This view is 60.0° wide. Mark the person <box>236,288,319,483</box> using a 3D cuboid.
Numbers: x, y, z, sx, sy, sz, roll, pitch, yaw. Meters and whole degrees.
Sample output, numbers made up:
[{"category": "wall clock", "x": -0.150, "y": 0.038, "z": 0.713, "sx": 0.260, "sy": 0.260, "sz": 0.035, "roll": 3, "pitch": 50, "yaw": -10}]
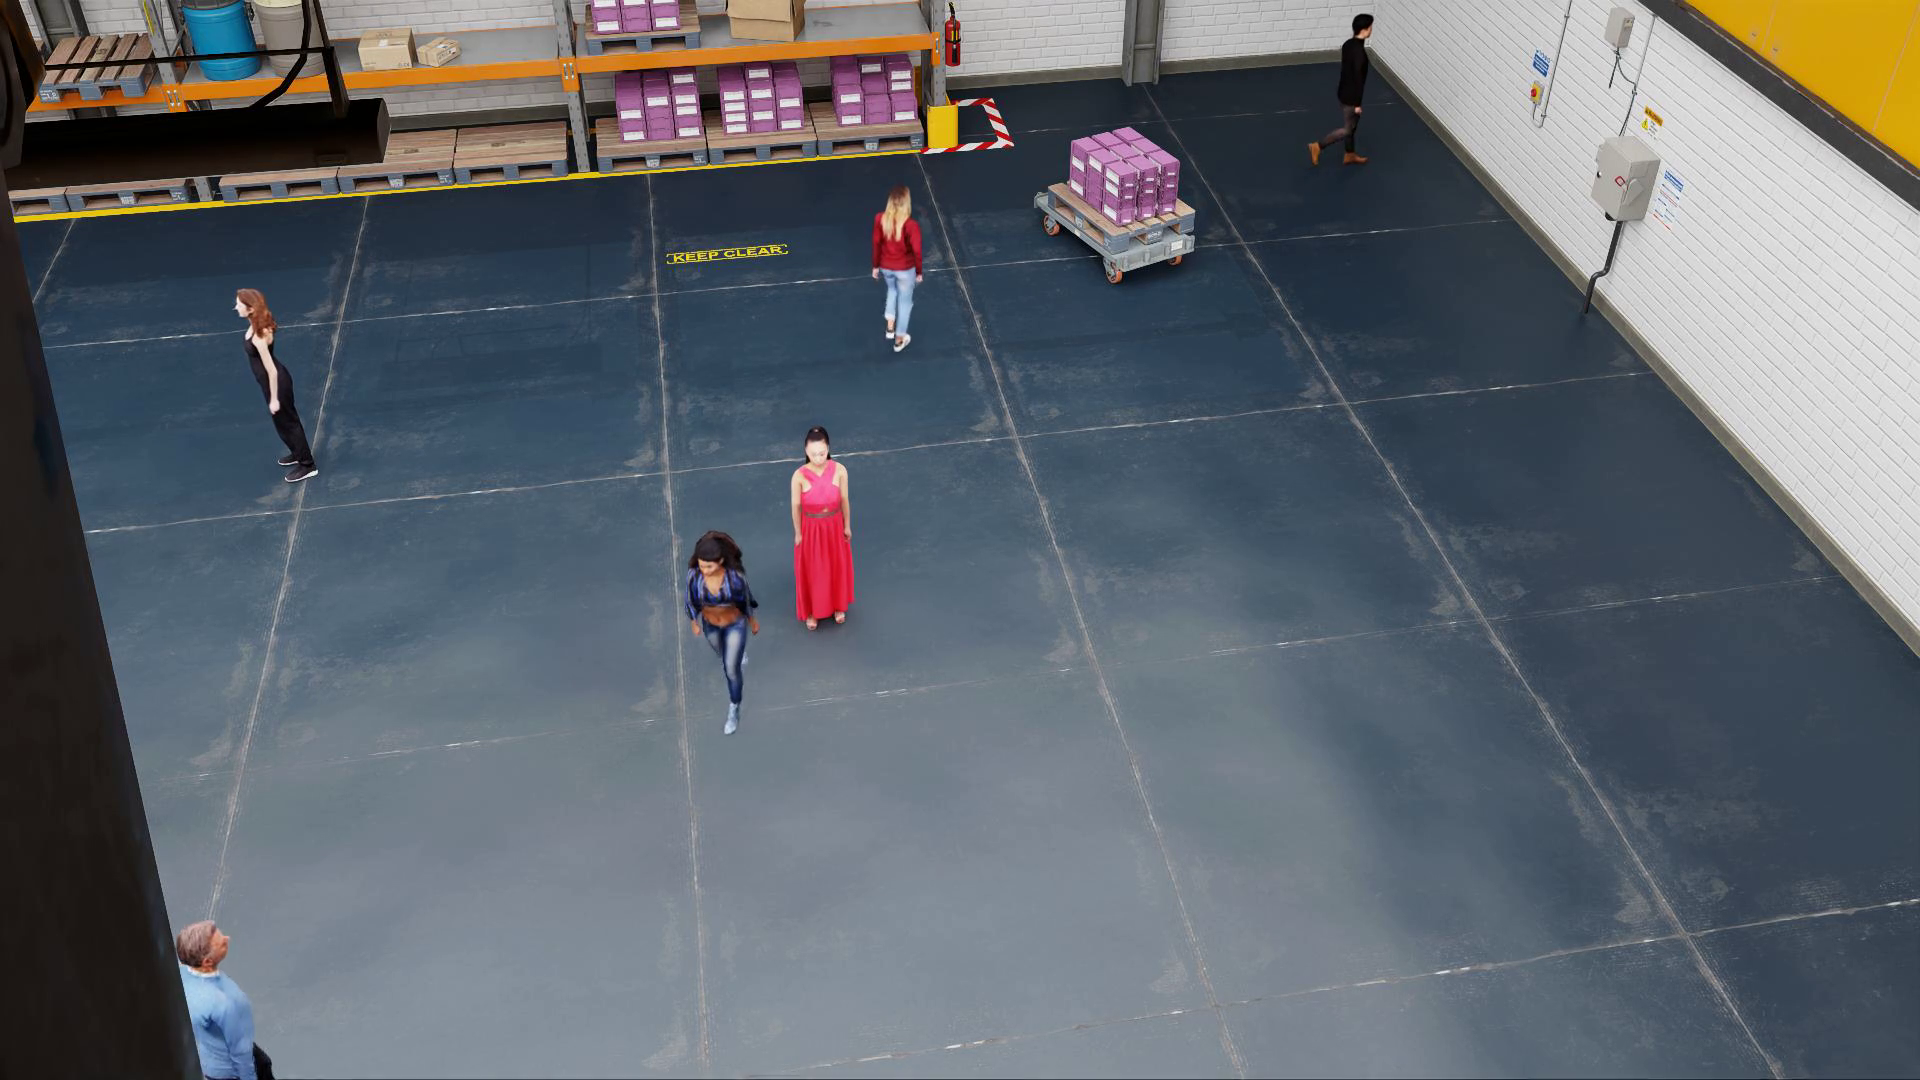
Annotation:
[{"category": "person", "x": -5.559, "y": -1.278, "z": 13.512, "sx": 0.620, "sy": 1.748, "sz": 0.649, "roll": -18, "pitch": 42, "yaw": -21}]

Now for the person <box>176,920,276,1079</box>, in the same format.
[{"category": "person", "x": -3.854, "y": 2.672, "z": 8.538, "sx": 1.072, "sy": 1.782, "sz": 1.193, "roll": 27, "pitch": 46, "yaw": 30}]

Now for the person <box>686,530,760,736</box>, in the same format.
[{"category": "person", "x": -1.592, "y": 0.530, "z": 11.371, "sx": 1.043, "sy": 1.594, "sz": 0.903, "roll": 2, "pitch": 39, "yaw": 3}]

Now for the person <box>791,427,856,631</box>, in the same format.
[{"category": "person", "x": -0.997, "y": -0.073, "z": 12.021, "sx": 0.528, "sy": 1.726, "sz": 0.688, "roll": -10, "pitch": 40, "yaw": -12}]

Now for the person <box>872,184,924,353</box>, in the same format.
[{"category": "person", "x": -0.593, "y": -2.419, "z": 15.043, "sx": 0.705, "sy": 1.619, "sz": 0.793, "roll": 14, "pitch": 41, "yaw": 17}]

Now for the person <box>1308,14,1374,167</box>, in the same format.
[{"category": "person", "x": 4.176, "y": -4.823, "z": 17.981, "sx": 0.982, "sy": 1.709, "sz": 0.729, "roll": -2, "pitch": 39, "yaw": -3}]
